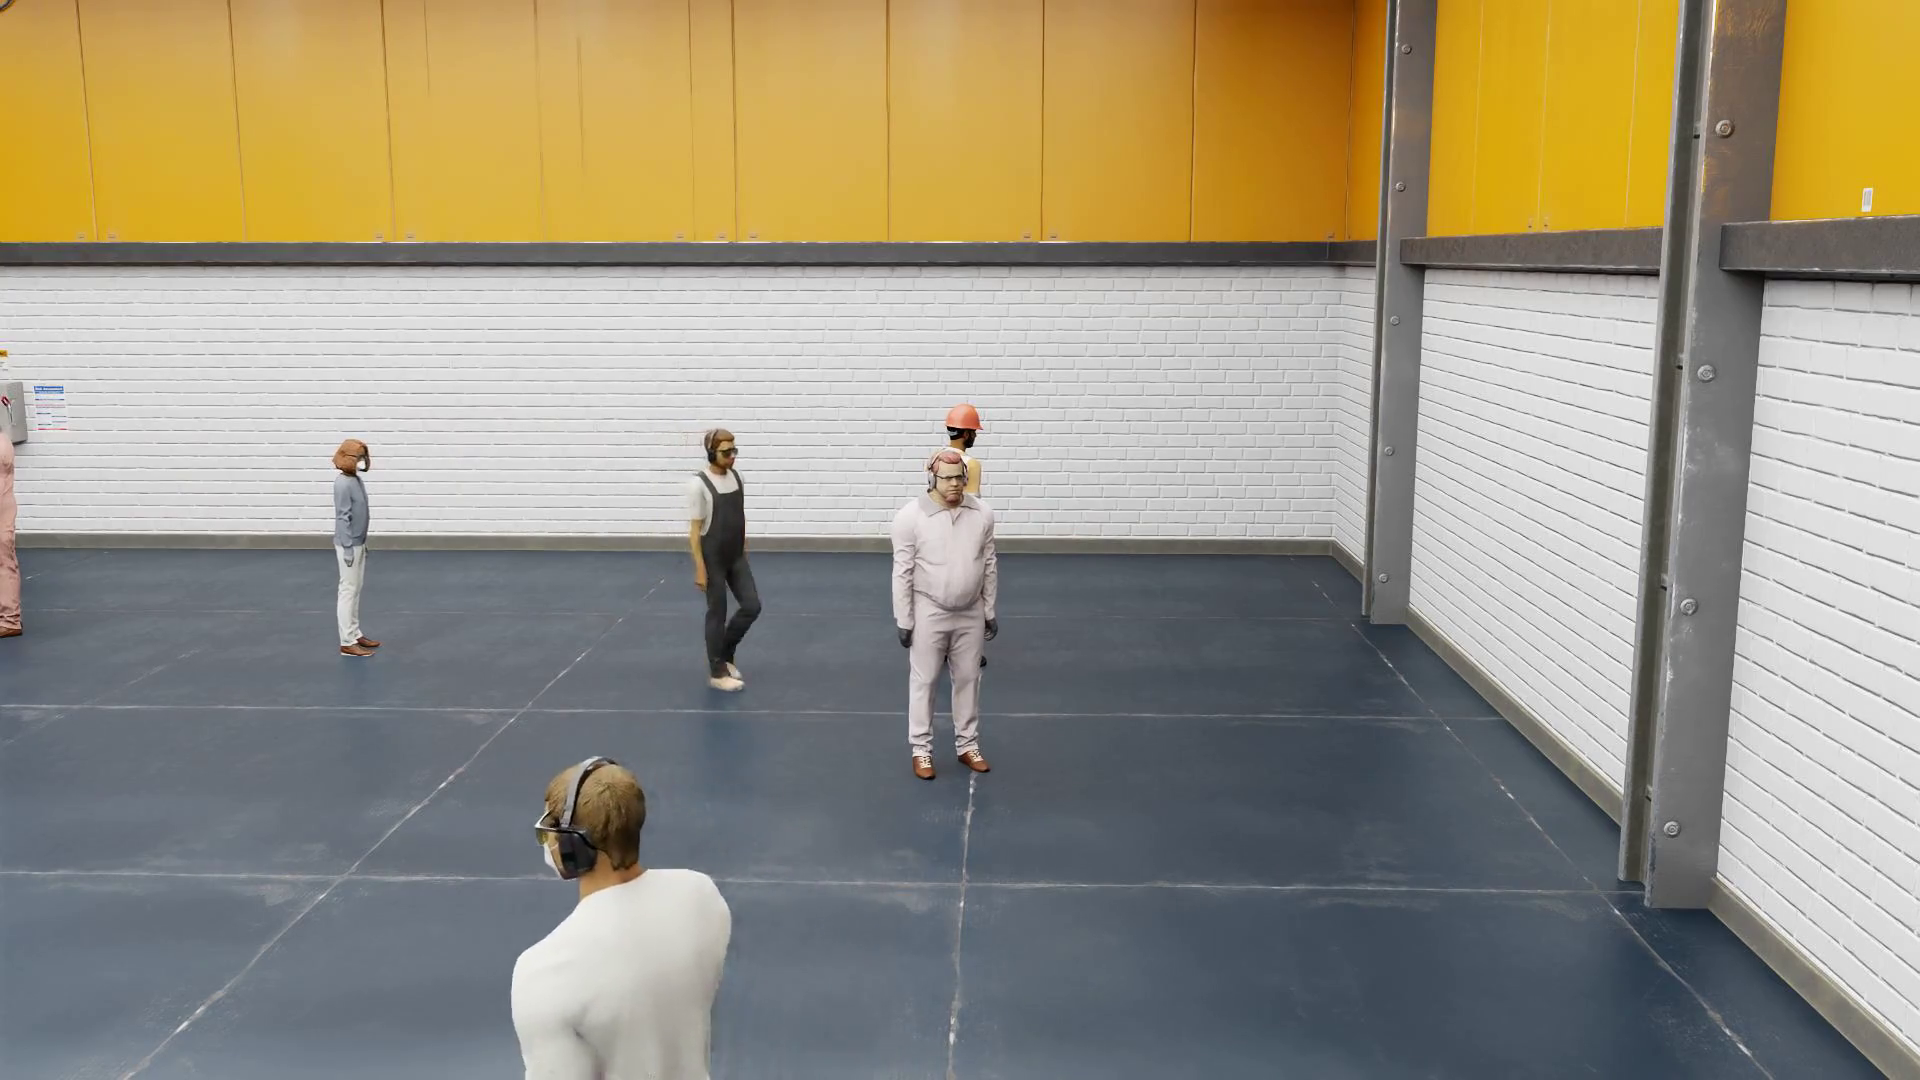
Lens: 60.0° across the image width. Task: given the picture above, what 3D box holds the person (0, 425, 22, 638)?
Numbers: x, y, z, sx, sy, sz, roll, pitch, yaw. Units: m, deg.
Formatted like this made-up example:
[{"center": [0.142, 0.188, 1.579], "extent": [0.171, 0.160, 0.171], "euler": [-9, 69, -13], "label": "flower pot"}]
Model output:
[{"center": [-7.626, -0.175, 13.074], "extent": [0.407, 1.902, 0.638], "euler": [-5, 11, -25], "label": "person"}]

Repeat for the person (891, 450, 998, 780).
[{"center": [-0.070, 0.427, 9.566], "extent": [0.645, 1.903, 0.402], "euler": [-5, 11, -25], "label": "person"}]

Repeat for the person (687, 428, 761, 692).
[{"center": [-1.612, 0.143, 11.405], "extent": [0.398, 1.832, 0.553], "euler": [7, 12, 37], "label": "person"}]

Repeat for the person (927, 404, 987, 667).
[{"center": [-0.002, -0.024, 12.110], "extent": [0.382, 1.932, 0.542], "euler": [-8, 12, -39], "label": "person"}]

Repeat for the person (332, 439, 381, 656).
[{"center": [-4.565, 0.049, 12.543], "extent": [0.285, 1.632, 0.501], "euler": [-1, 10, -7], "label": "person"}]

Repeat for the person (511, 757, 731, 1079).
[{"center": [-0.840, 1.409, 3.788], "extent": [0.807, 1.913, 0.634], "euler": [7, 12, 35], "label": "person"}]
